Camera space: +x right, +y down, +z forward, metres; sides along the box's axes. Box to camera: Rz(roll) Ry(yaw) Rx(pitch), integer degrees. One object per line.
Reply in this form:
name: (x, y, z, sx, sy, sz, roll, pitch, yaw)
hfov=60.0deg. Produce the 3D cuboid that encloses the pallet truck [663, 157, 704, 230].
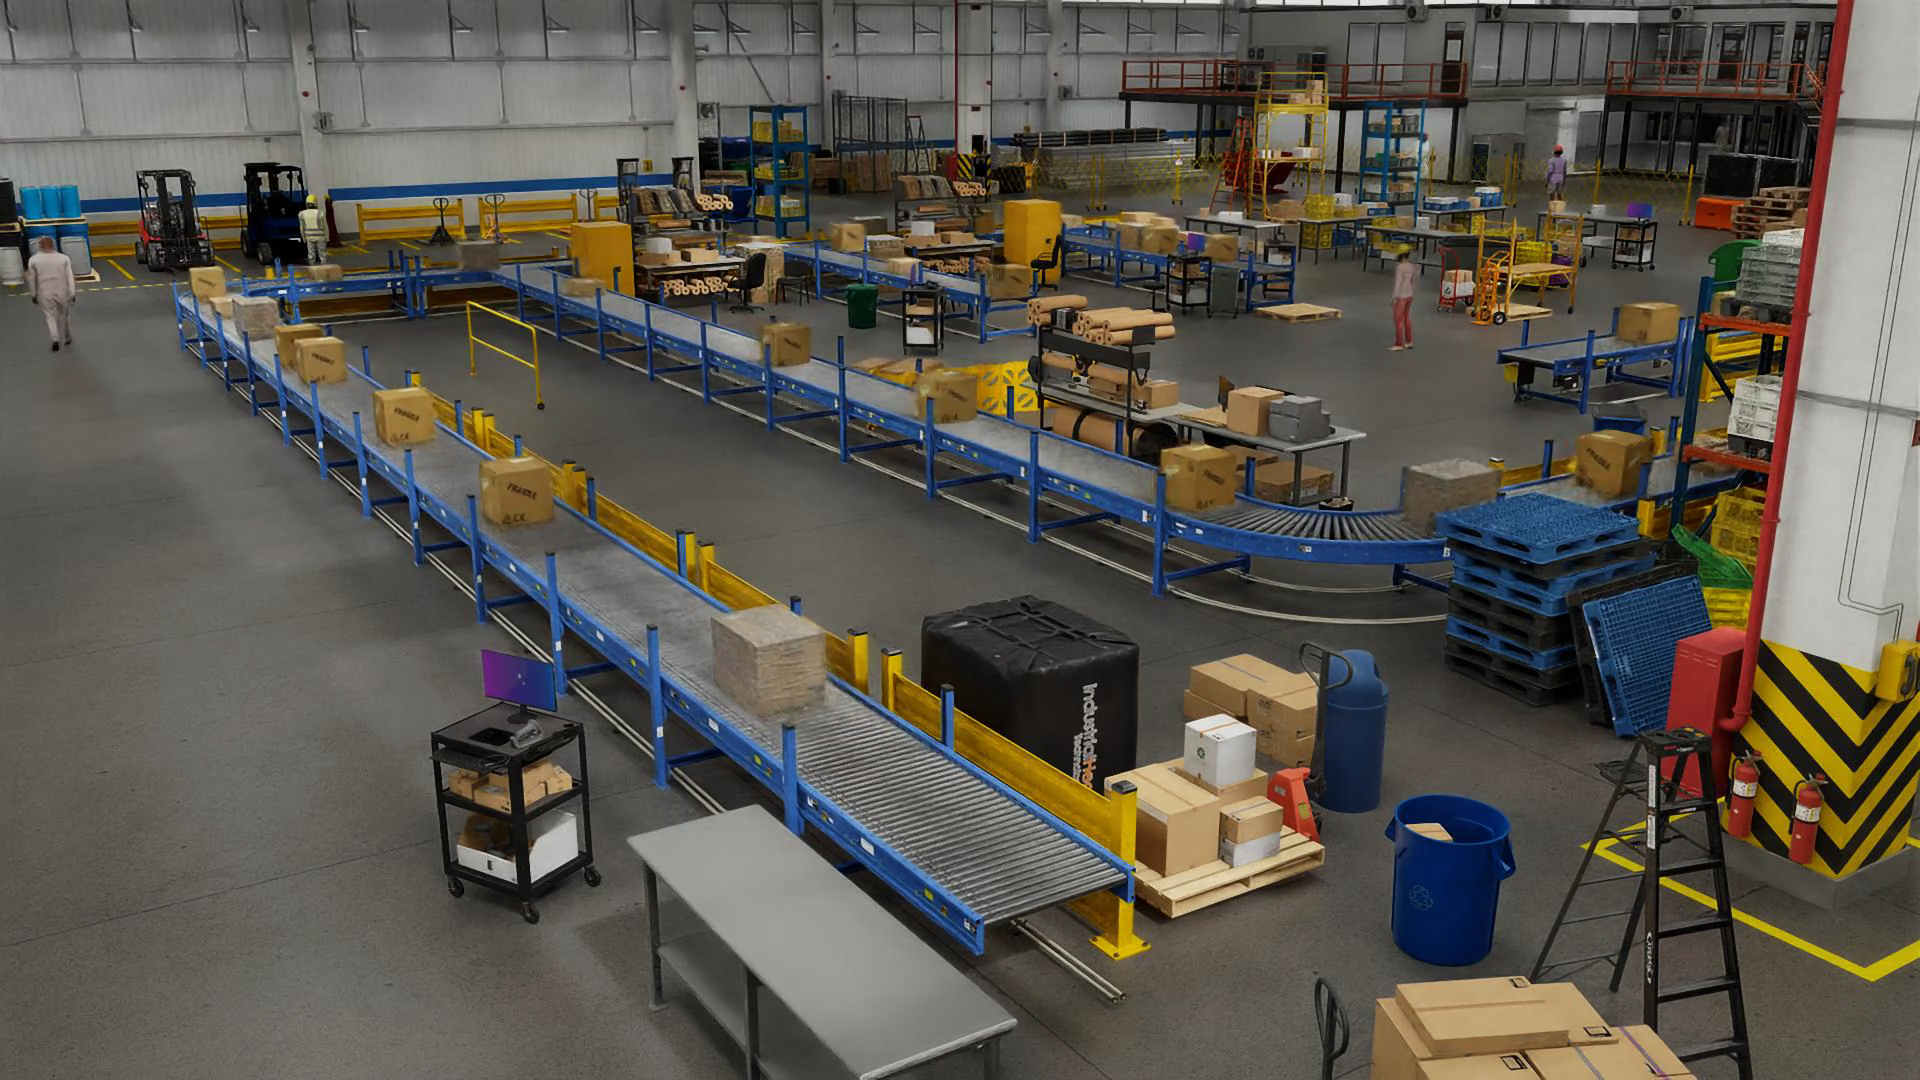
pallet truck: (-7.586, -9.308, 44.692, 0.823, 1.965, 1.885, -11, 20, -33)

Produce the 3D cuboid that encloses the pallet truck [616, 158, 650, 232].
pallet truck: (-8.918, -9.176, 44.255, 0.823, 1.965, 1.885, -9, 19, -27)

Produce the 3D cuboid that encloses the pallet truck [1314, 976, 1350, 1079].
pallet truck: (2.299, 2.390, 7.086, 1.601, 1.201, 0.680, -2, 17, -7)

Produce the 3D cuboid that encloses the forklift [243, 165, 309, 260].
forklift: (-15.898, -7.669, 38.708, 1.157, 1.987, 2.680, -11, 20, -33)

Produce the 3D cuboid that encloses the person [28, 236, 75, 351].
person: (-15.053, -4.106, 27.619, 0.652, 1.864, 0.982, -9, 19, -27)

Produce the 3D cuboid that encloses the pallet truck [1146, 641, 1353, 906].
pallet truck: (1.664, 1.407, 10.232, 1.630, 1.274, 0.653, -10, 20, -31)

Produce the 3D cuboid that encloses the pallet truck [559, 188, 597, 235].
pallet truck: (-10.010, -8.652, 43.699, 0.653, 1.274, 1.630, -10, 20, -31)

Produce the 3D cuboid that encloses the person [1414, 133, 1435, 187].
person: (16.297, -13.332, 58.345, 0.610, 1.836, 0.956, -8, 19, -25)

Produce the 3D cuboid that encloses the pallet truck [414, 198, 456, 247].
pallet truck: (-13.250, -8.060, 41.856, 0.680, 1.201, 1.601, -10, 20, -31)

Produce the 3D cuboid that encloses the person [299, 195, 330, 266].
person: (-13.641, -6.382, 35.239, 0.590, 1.833, 0.404, 0, 17, -1)

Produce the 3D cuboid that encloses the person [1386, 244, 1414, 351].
person: (7.321, -3.994, 27.449, 0.420, 1.747, 0.629, 16, 23, 42)

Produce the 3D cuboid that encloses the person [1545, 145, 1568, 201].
person: (17.388, -10.487, 48.537, 0.605, 2.045, 0.377, -3, 17, -11)

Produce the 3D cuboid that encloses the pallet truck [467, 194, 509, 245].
pallet truck: (-11.983, -8.177, 42.137, 0.704, 1.261, 1.522, -11, 20, -33)

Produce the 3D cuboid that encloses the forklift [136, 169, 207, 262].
forklift: (-17.842, -7.318, 37.559, 1.157, 1.987, 2.680, -10, 20, -31)
